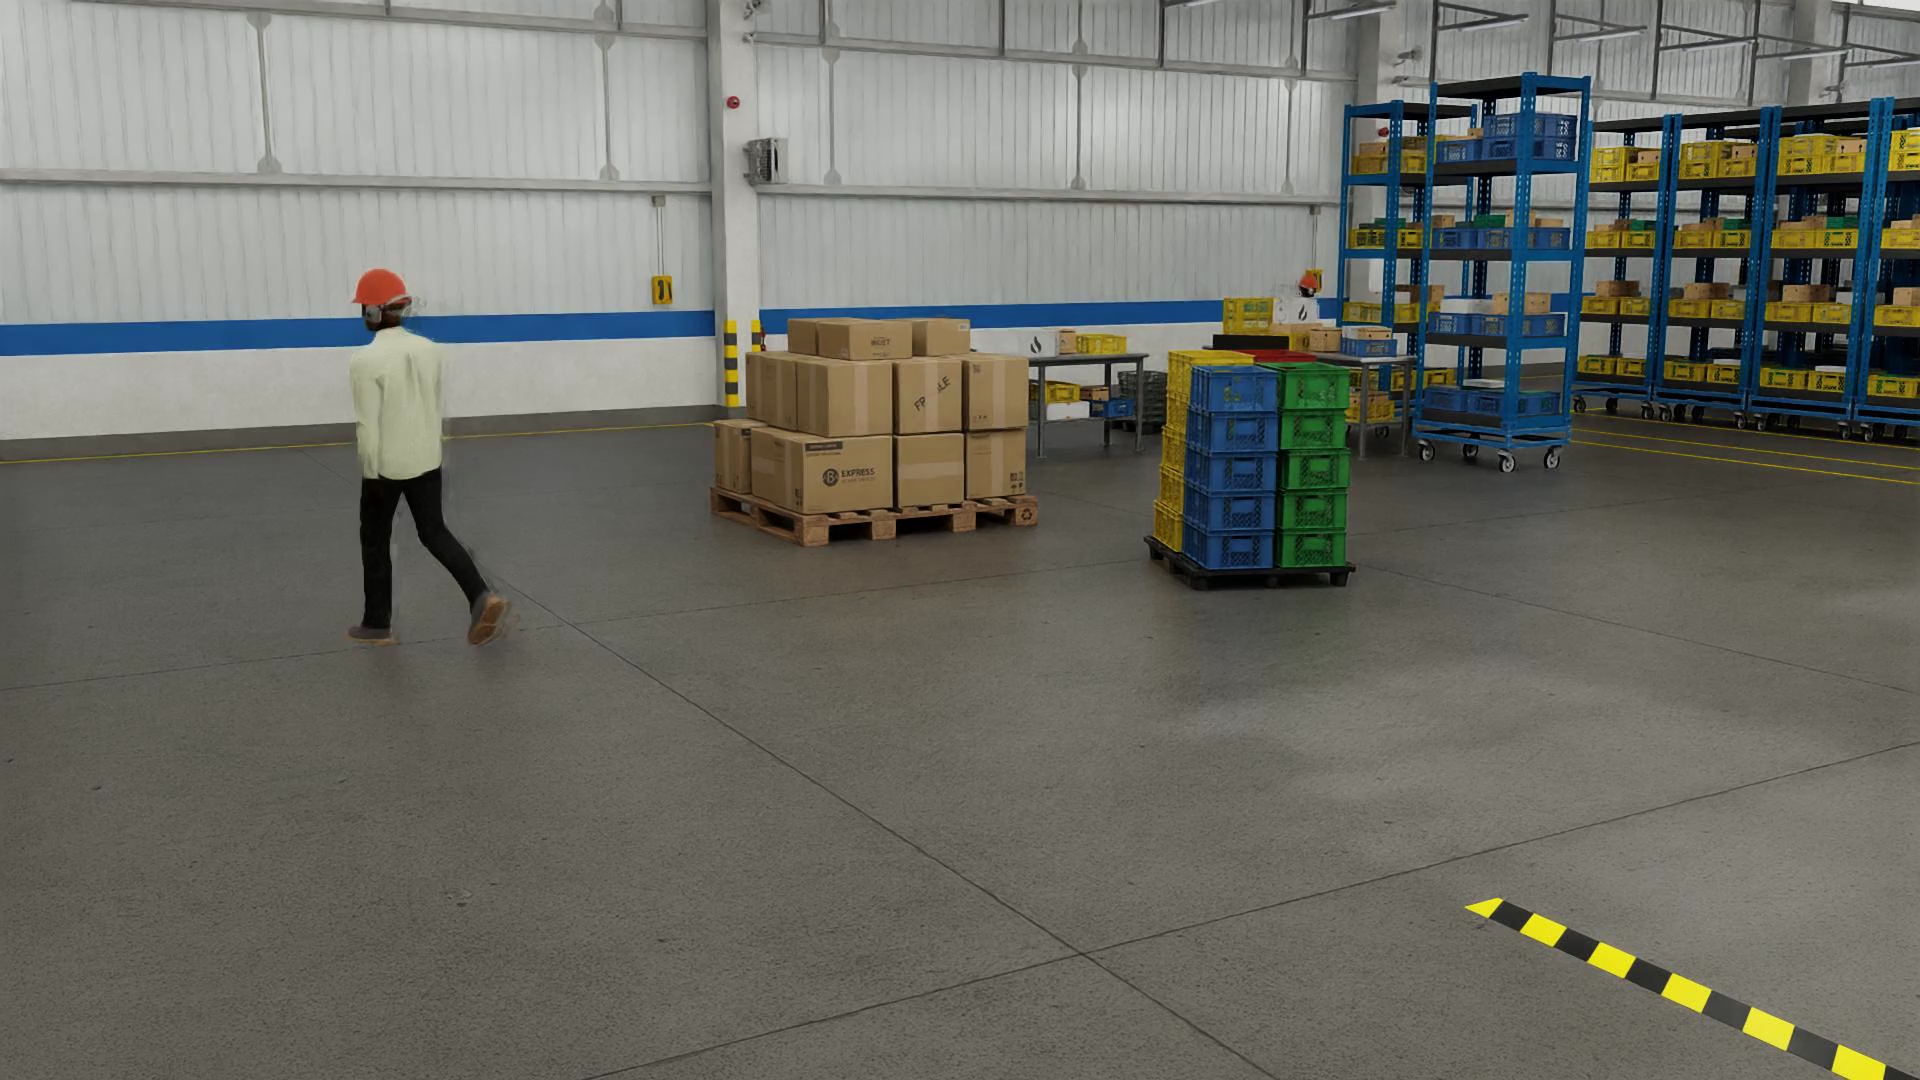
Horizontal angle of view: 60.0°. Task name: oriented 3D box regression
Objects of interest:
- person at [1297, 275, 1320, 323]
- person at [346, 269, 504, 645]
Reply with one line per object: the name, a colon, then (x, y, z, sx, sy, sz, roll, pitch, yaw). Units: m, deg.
person: (4.390, -2.545, 21.392, 0.875, 1.716, 0.573, -6, 12, -30)
person: (-2.809, -0.404, 8.548, 0.882, 1.970, 0.609, 6, 12, 30)
